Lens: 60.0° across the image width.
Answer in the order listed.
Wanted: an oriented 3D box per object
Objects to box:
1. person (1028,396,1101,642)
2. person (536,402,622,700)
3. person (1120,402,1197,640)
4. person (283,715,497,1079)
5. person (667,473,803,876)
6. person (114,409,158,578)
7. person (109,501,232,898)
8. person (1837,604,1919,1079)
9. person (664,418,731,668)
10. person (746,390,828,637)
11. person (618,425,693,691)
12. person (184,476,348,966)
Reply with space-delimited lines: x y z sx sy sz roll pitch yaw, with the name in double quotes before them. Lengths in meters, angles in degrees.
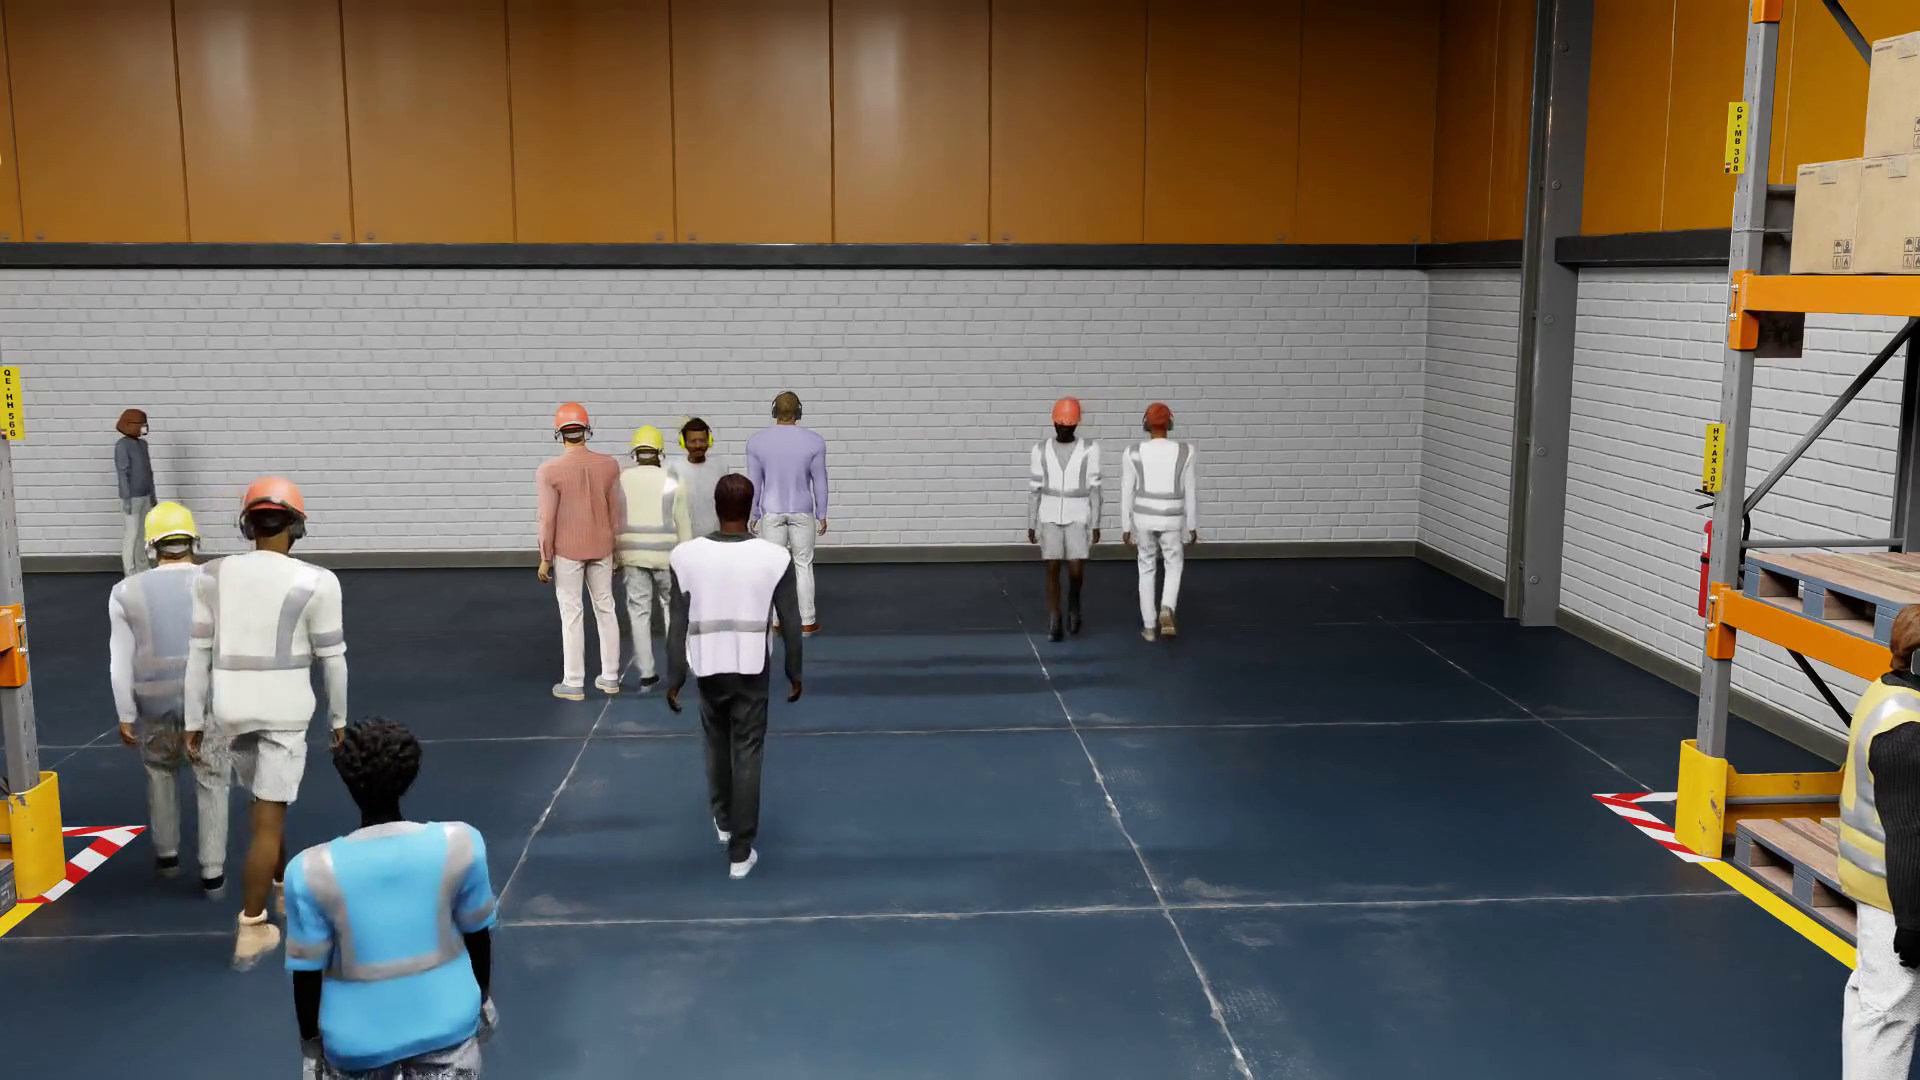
"person" 0.795 -0.157 12.831 0.573 1.916 0.423 2 9 12
"person" -2.550 0.075 11.141 0.612 1.991 0.392 -7 12 -39
"person" 1.523 -0.124 12.782 0.593 1.865 0.556 1 9 8
"person" -1.491 1.299 4.423 0.545 1.686 0.398 -4 10 -24
"person" -1.079 0.612 8.103 0.636 1.881 0.890 0 9 -1
"person" -7.487 -0.381 15.142 0.279 1.628 0.510 0 9 0
"person" -3.590 0.711 7.724 0.610 1.802 0.760 -5 10 -26
"person" 2.966 1.098 5.189 0.429 1.843 0.632 4 10 25
"person" -1.827 0.053 11.803 0.536 1.822 0.843 -3 10 -20
"person" -1.347 -0.200 13.030 0.638 1.938 0.356 0 9 0
"person" -2.122 0.105 11.541 0.590 1.799 0.757 0 9 -1
"person" -2.893 0.726 7.061 0.631 1.981 0.904 1 9 4
